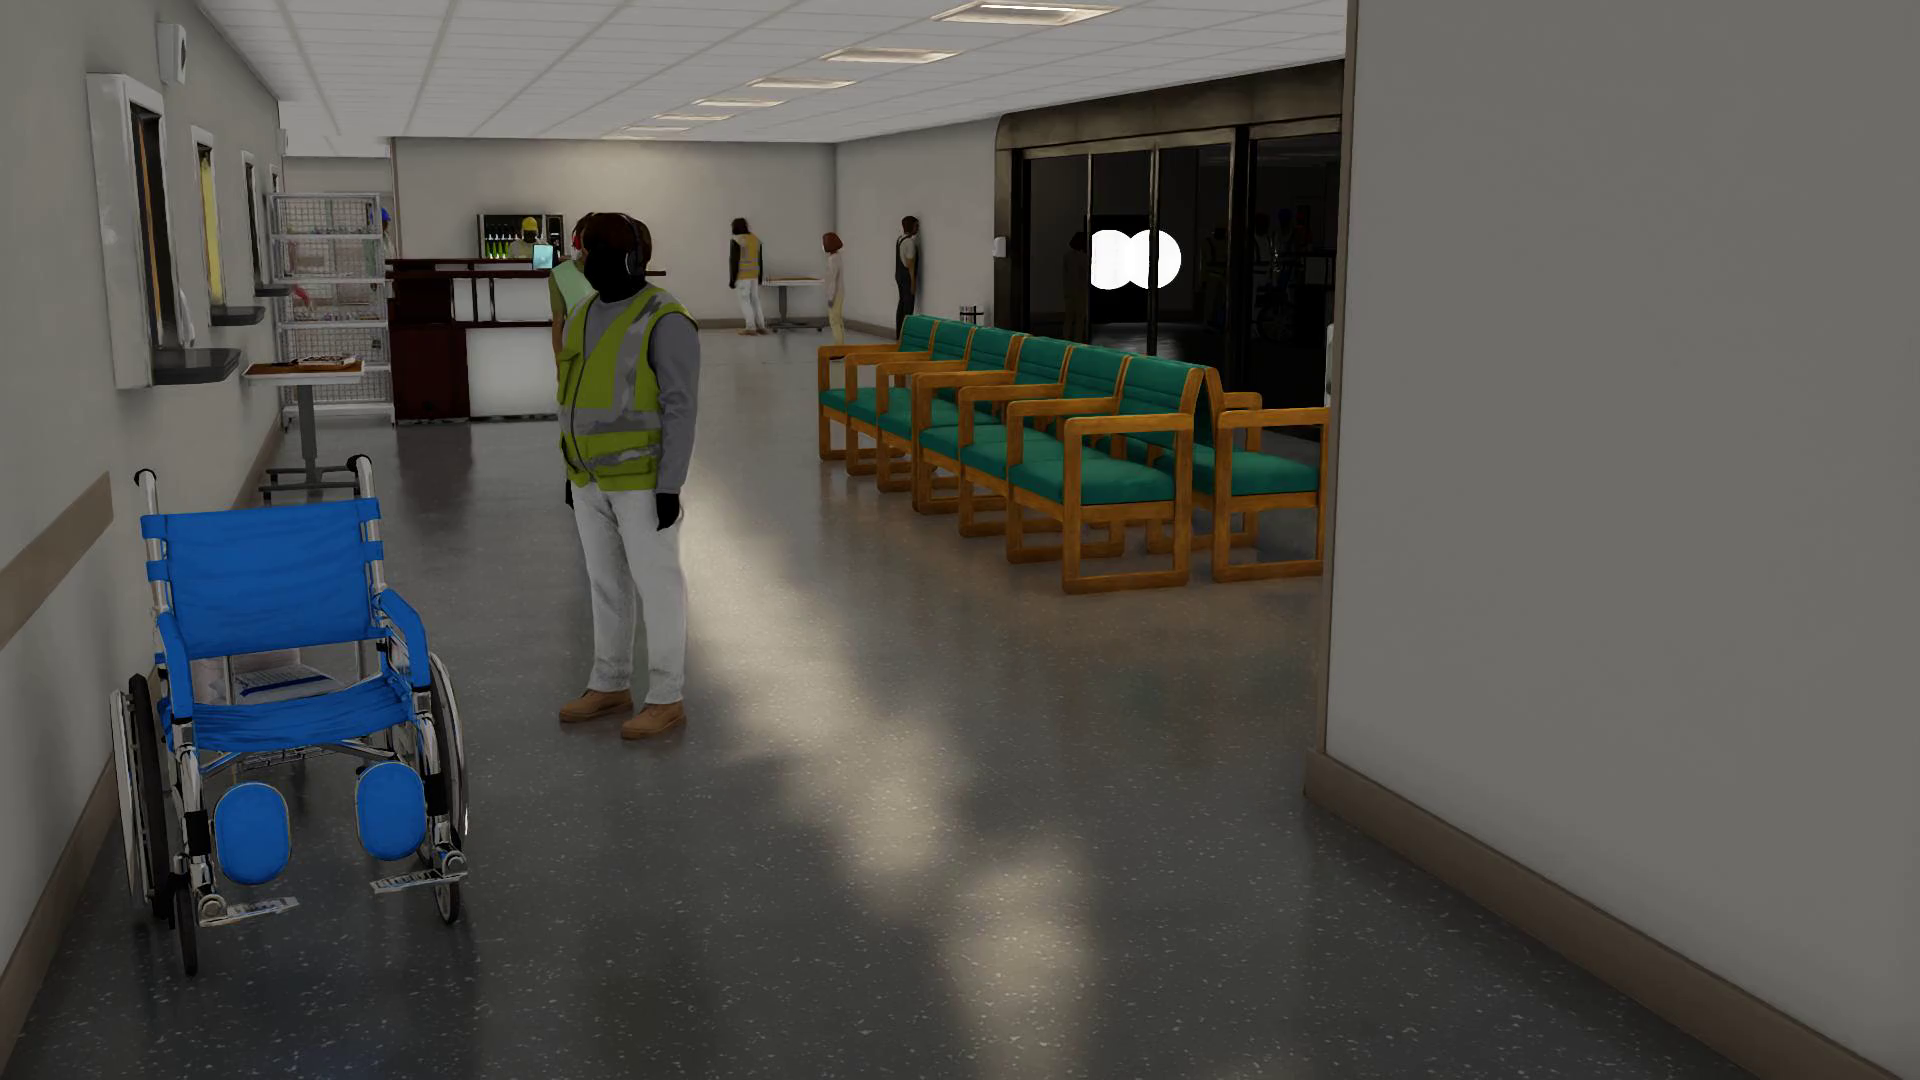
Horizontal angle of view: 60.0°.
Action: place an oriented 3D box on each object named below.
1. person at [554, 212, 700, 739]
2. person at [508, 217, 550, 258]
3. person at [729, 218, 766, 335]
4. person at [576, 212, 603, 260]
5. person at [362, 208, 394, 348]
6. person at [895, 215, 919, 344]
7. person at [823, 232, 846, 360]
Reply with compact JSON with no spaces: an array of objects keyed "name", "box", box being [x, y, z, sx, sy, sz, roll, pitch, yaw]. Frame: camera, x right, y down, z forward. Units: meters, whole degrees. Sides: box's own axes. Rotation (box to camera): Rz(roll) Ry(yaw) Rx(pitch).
[{"name":"person","box":[-1.200,-0.225,5.907,0.627,1.846,0.429,9,14,37]},{"name":"person","box":[-5.759,-3.418,22.362,0.592,1.822,0.403,-2,11,-12]},{"name":"person","box":[-3.321,-4.060,25.704,0.432,1.807,0.712,7,13,31]},{"name":"person","box":[-3.097,-1.842,14.161,0.330,1.865,0.518,-2,11,-8]},{"name":"person","box":[-8.093,-3.660,23.257,0.392,1.949,0.602,2,11,9]},{"name":"person","box":[-0.741,-3.647,23.483,0.339,1.838,0.506,-4,12,-21]},{"name":"person","box":[-1.614,-3.113,21.297,0.286,1.627,0.504,1,11,5]}]
